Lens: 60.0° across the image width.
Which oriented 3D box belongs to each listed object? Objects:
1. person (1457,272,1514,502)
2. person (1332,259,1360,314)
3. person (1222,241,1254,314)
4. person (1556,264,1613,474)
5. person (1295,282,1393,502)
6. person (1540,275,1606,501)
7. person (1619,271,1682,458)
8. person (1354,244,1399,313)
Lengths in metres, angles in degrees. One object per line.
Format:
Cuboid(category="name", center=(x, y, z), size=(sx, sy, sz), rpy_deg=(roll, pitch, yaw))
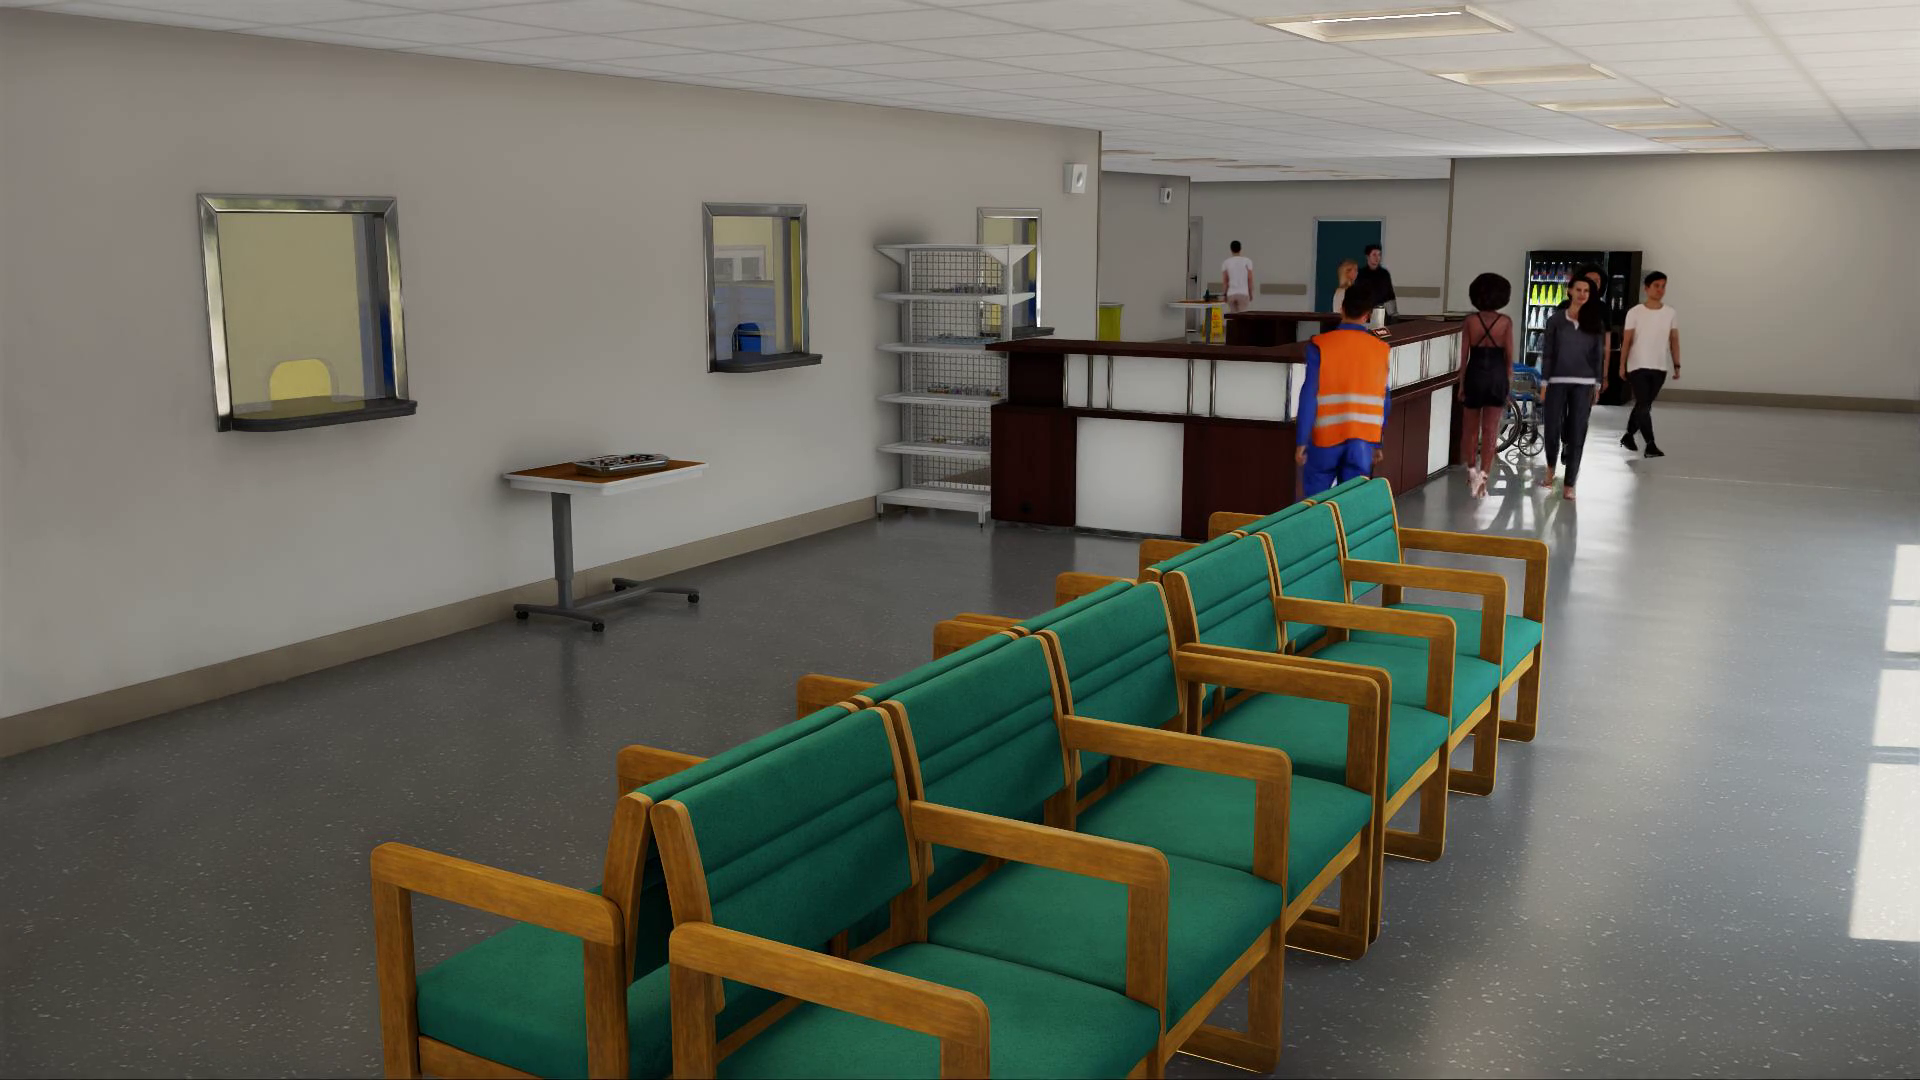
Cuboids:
Cuboid(category="person", center=(4.051, -1.132, 12.823), size=(1.085, 1.738, 0.711), rpy_deg=(4, 12, 21))
Cuboid(category="person", center=(3.846, -1.978, 17.114), size=(0.791, 1.801, 0.762), rpy_deg=(1, 11, 7))
Cuboid(category="person", center=(4.756, -4.171, 28.528), size=(1.114, 1.853, 0.884), rpy_deg=(4, 11, 20))
Cuboid(category="person", center=(5.433, -1.517, 14.605), size=(0.634, 1.816, 0.702), rpy_deg=(6, 12, 30))
Cuboid(category="person", center=(2.108, -0.486, 9.209), size=(0.852, 1.815, 0.939), rpy_deg=(-3, 11, -14))
Cuboid(category="person", center=(4.821, -1.213, 13.193), size=(0.718, 1.760, 0.778), rpy_deg=(3, 11, 13))
Cuboid(category="person", center=(6.345, -1.608, 15.415), size=(1.138, 1.676, 1.071), rpy_deg=(0, 11, -1))
Cuboid(category="person", center=(5.009, -2.642, 20.420), size=(1.213, 1.872, 1.291), rpy_deg=(-3, 11, -17))
